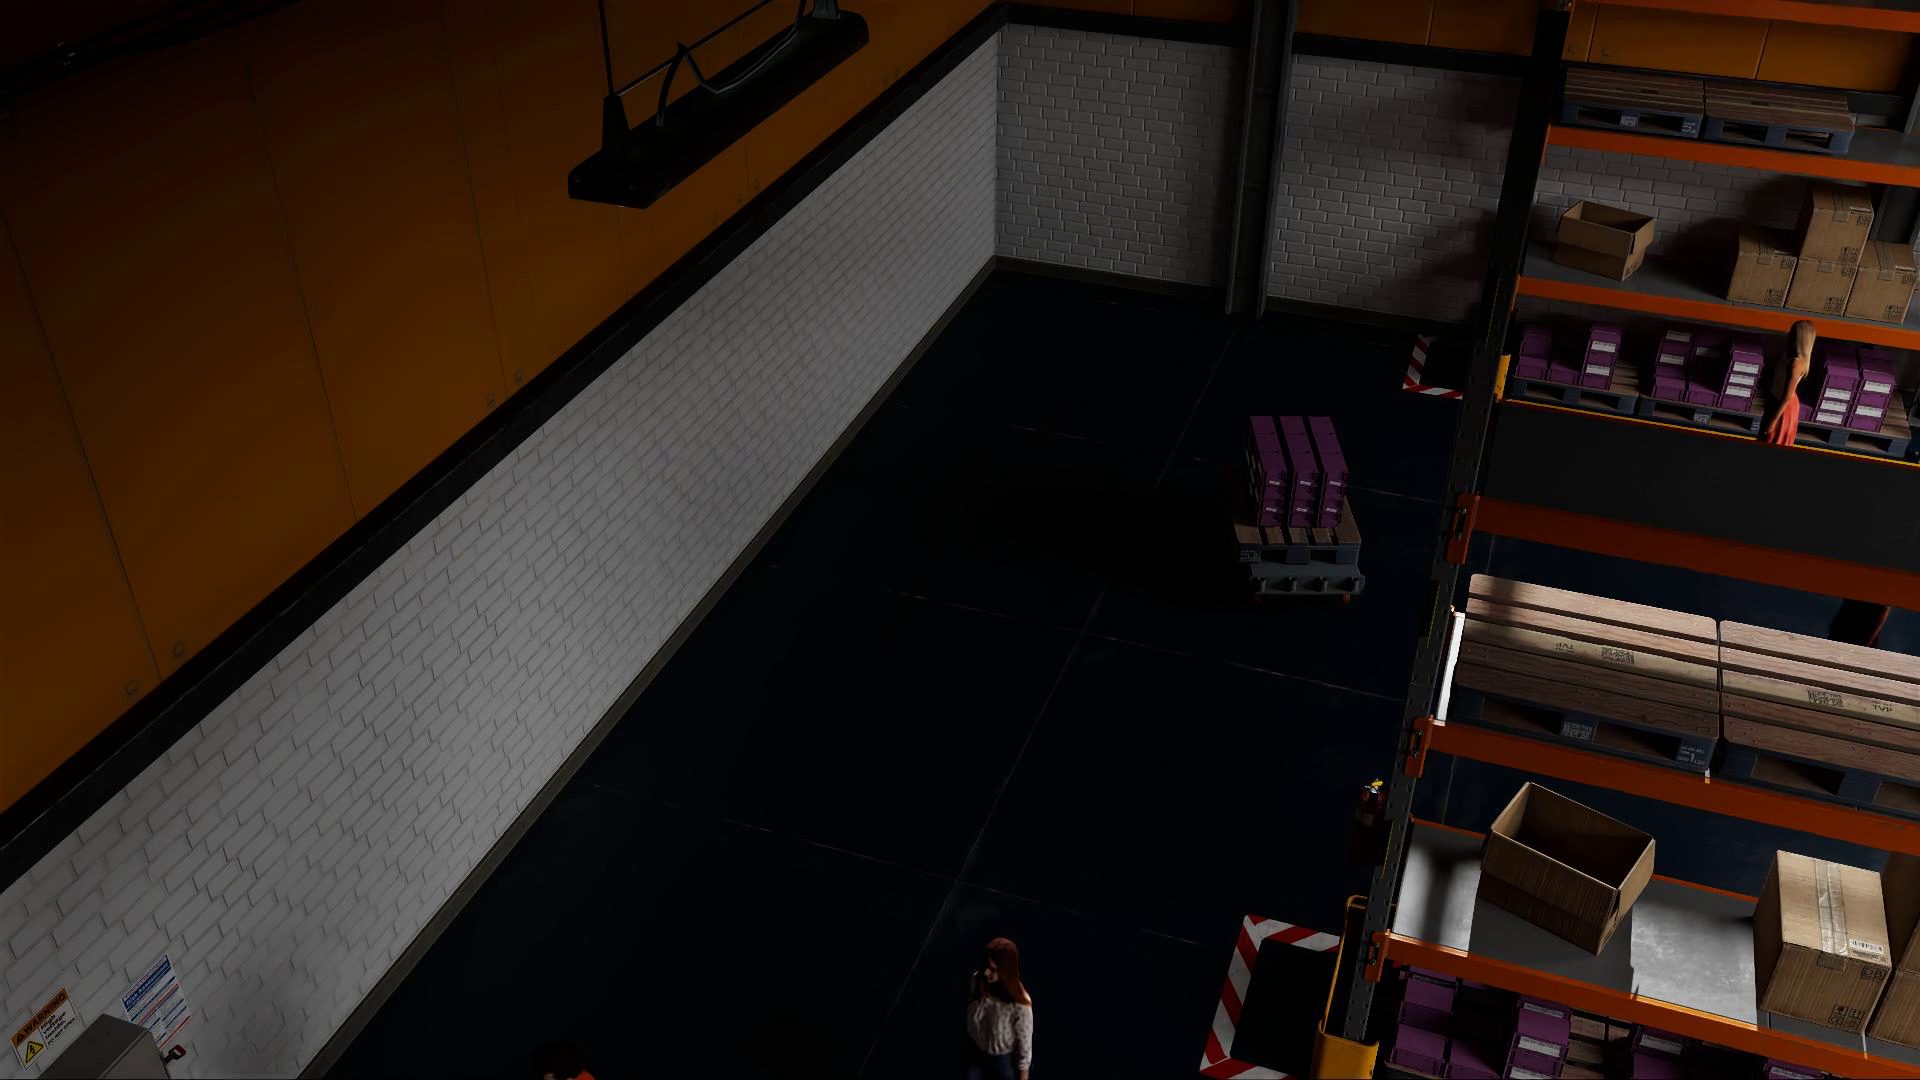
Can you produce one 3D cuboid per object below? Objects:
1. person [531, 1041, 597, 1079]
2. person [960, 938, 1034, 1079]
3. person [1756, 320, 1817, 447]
[{"bbox_3d":[-1.732,3.114,8.230,1.114,1.843,1.207,-25,41,-32],"label":"person"},{"bbox_3d":[0.261,2.740,8.925,1.125,1.697,0.892,24,40,31],"label":"person"},{"bbox_3d":[7.215,-1.116,14.627,0.576,1.805,0.625,13,36,19],"label":"person"}]
